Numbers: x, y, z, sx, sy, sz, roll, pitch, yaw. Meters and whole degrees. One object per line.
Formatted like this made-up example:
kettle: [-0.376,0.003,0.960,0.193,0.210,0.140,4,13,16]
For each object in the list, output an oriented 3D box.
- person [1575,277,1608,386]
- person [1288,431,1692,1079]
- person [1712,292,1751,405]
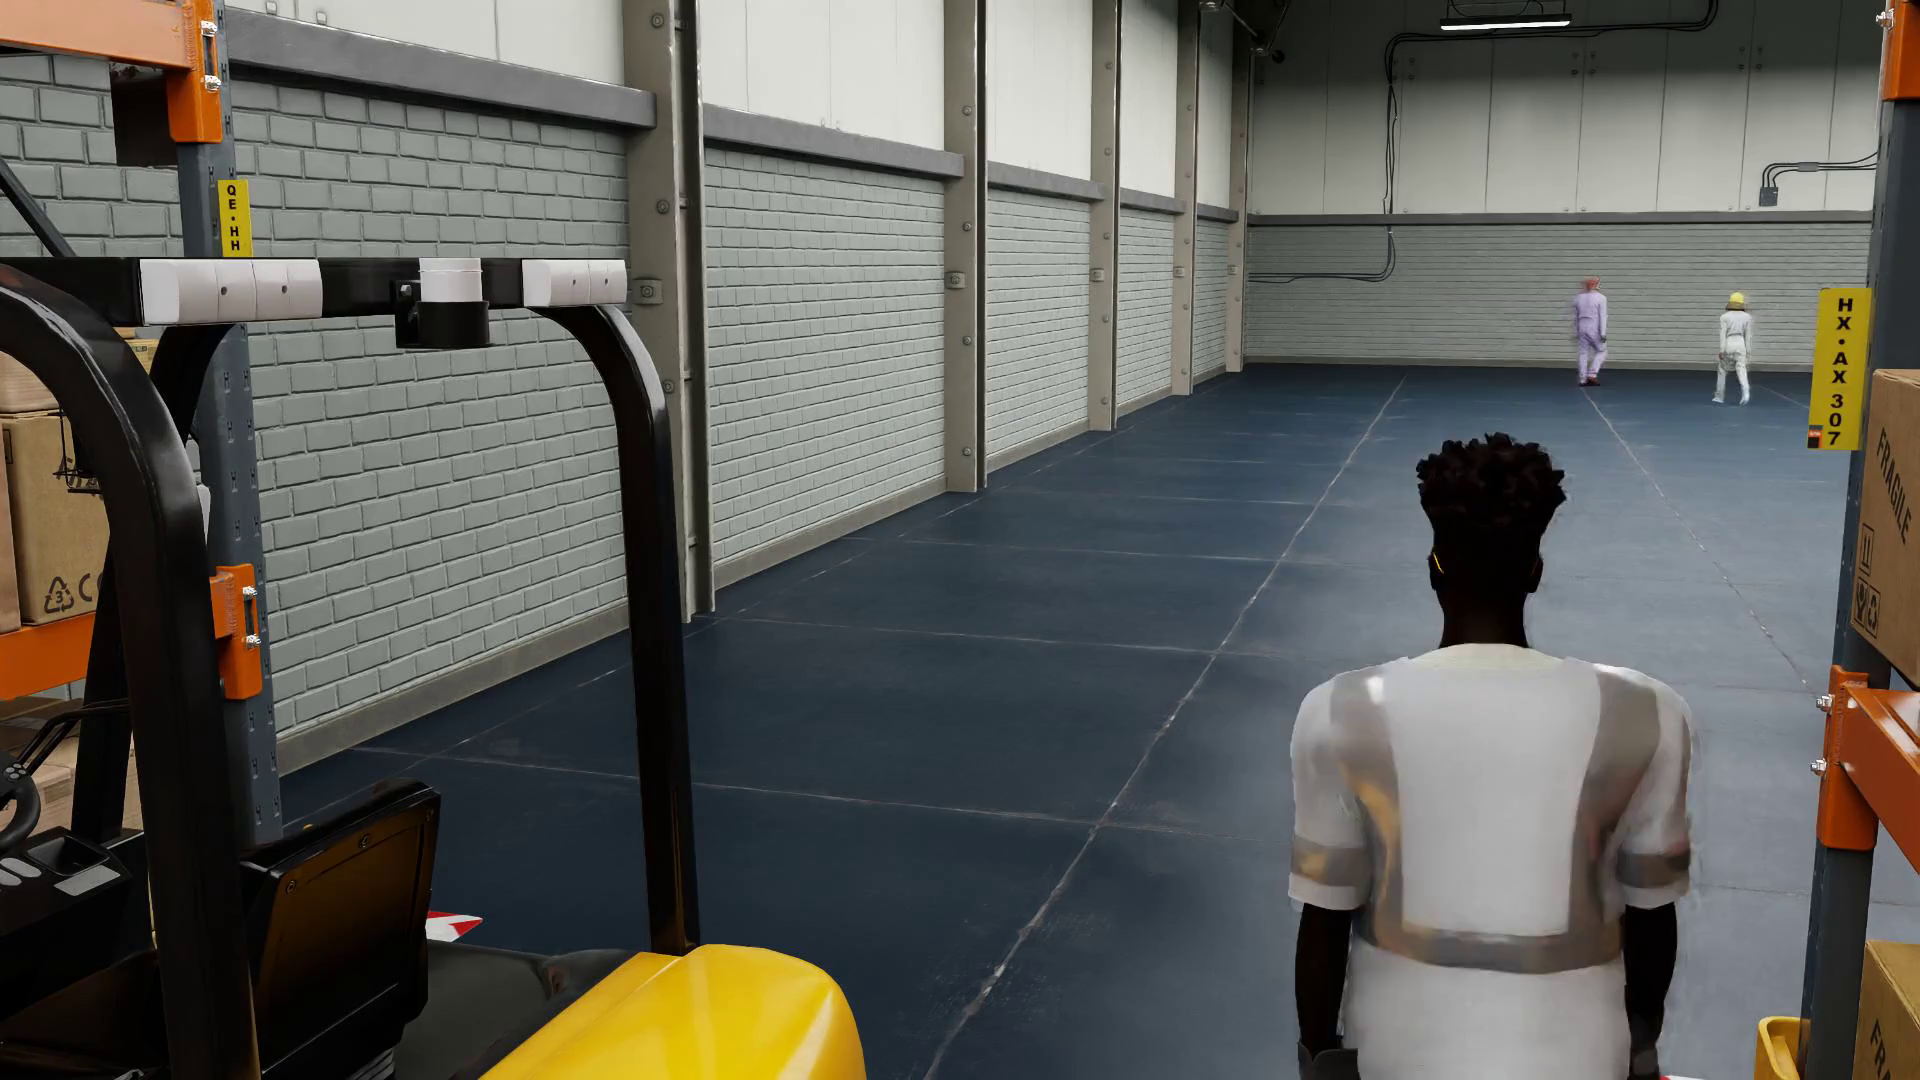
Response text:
person: [10.965,-3.602,28.823,0.462,1.890,0.679,-6,11,-30]
person: [0.808,0.792,2.608,0.599,1.925,1.030,3,10,18]
person: [11.785,-2.909,25.272,0.481,1.707,0.866,0,10,1]
